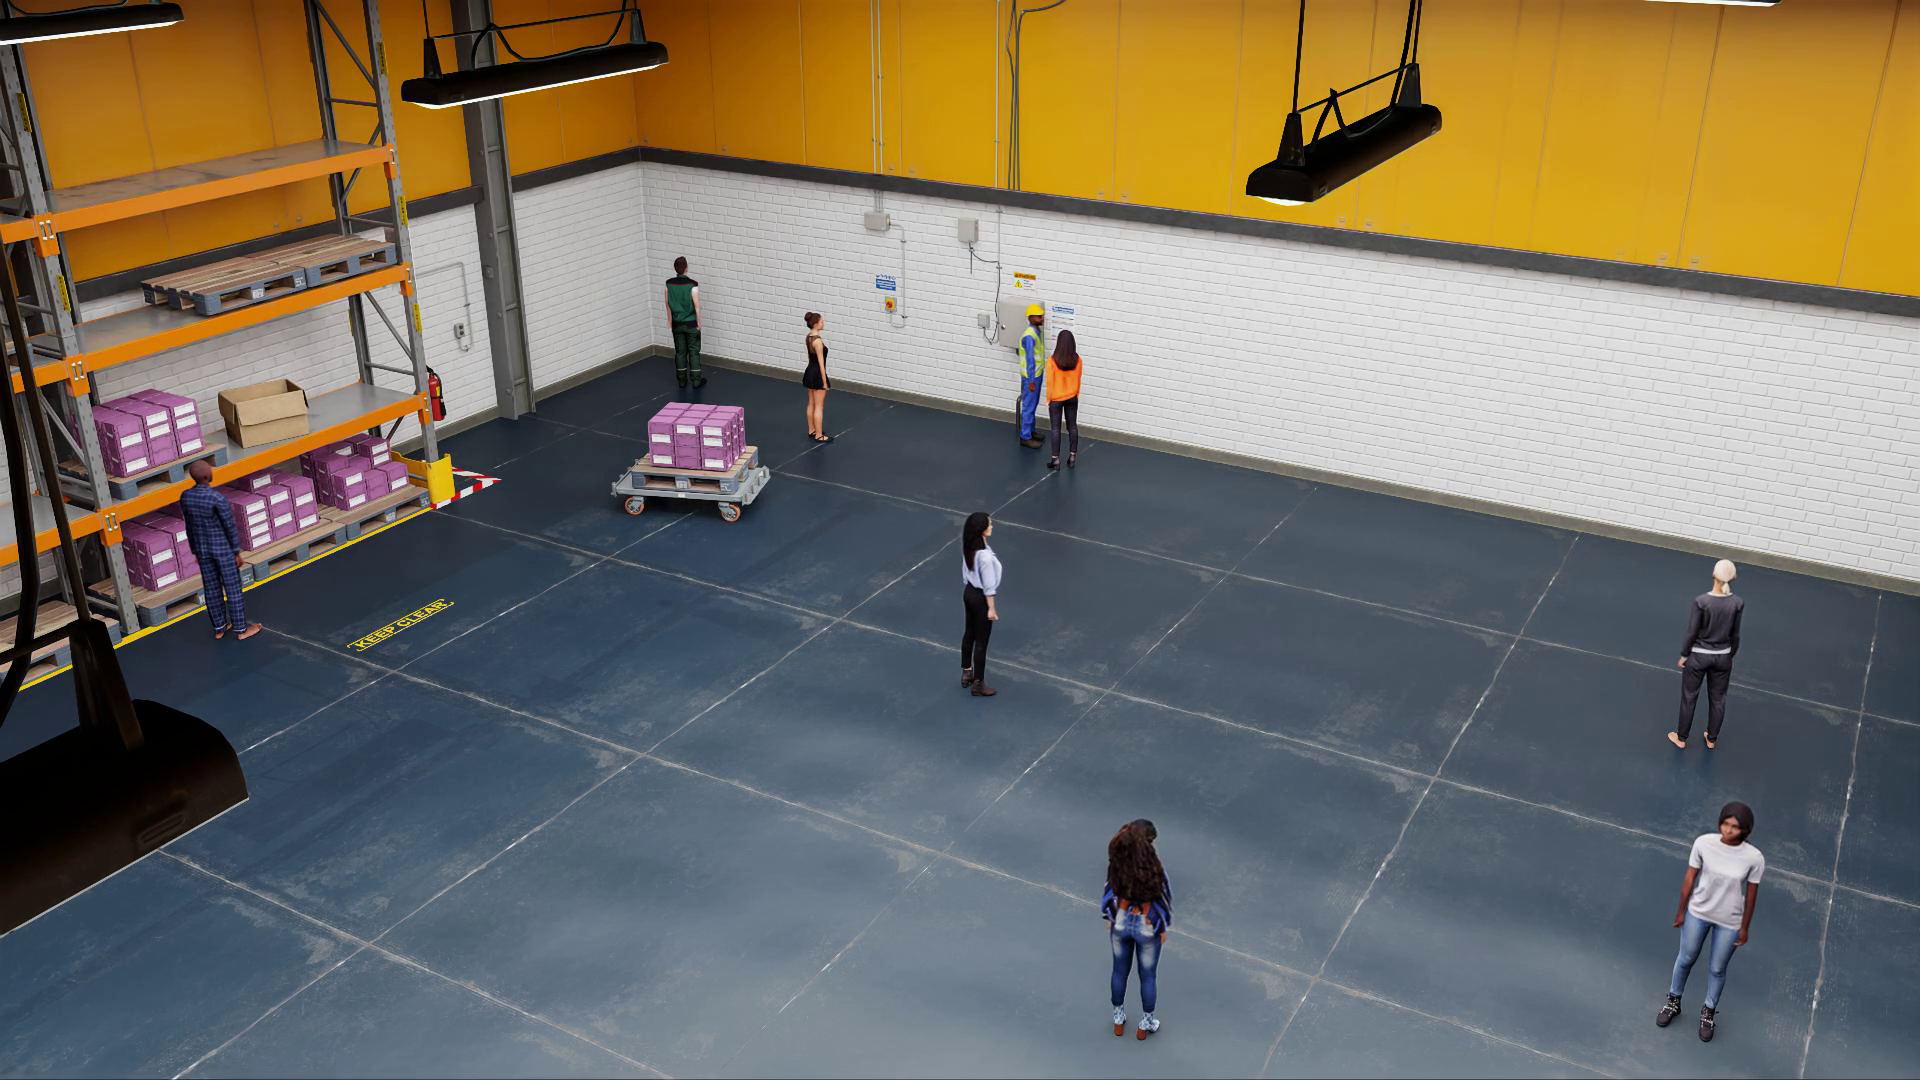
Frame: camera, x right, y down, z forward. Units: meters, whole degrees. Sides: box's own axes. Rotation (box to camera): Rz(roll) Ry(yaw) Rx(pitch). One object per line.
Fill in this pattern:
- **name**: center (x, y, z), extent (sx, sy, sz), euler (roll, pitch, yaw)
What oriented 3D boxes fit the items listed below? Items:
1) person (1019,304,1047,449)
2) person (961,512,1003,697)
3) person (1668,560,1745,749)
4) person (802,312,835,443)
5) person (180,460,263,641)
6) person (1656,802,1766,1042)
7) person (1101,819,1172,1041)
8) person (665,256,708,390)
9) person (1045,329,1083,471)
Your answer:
- **person**: center (0.916, -2.081, 20.866), extent (0.782, 1.812, 0.593), euler (6, 24, 14)
- **person**: center (0.167, 0.558, 14.915), extent (0.753, 1.743, 0.732), euler (-11, 26, -23)
- **person**: center (6.317, 0.960, 14.016), extent (0.677, 1.725, 0.657), euler (3, 24, 6)
- **person**: center (-1.817, -2.071, 21.014), extent (0.717, 1.675, 0.678), euler (-11, 26, -24)
- **person**: center (-7.114, 0.093, 15.885), extent (0.734, 1.819, 0.722), euler (4, 24, 9)
- **person**: center (4.838, 2.428, 10.666), extent (0.590, 1.719, 0.510), euler (14, 27, 30)
- **person**: center (1.128, 2.486, 10.664), extent (0.613, 1.615, 0.564), euler (10, 26, 22)
- **person**: center (-3.791, -3.011, 22.957), extent (0.701, 1.842, 0.671), euler (5, 24, 11)
- **person**: center (1.249, -1.700, 20.072), extent (0.686, 1.748, 0.769), euler (-9, 25, -20)
